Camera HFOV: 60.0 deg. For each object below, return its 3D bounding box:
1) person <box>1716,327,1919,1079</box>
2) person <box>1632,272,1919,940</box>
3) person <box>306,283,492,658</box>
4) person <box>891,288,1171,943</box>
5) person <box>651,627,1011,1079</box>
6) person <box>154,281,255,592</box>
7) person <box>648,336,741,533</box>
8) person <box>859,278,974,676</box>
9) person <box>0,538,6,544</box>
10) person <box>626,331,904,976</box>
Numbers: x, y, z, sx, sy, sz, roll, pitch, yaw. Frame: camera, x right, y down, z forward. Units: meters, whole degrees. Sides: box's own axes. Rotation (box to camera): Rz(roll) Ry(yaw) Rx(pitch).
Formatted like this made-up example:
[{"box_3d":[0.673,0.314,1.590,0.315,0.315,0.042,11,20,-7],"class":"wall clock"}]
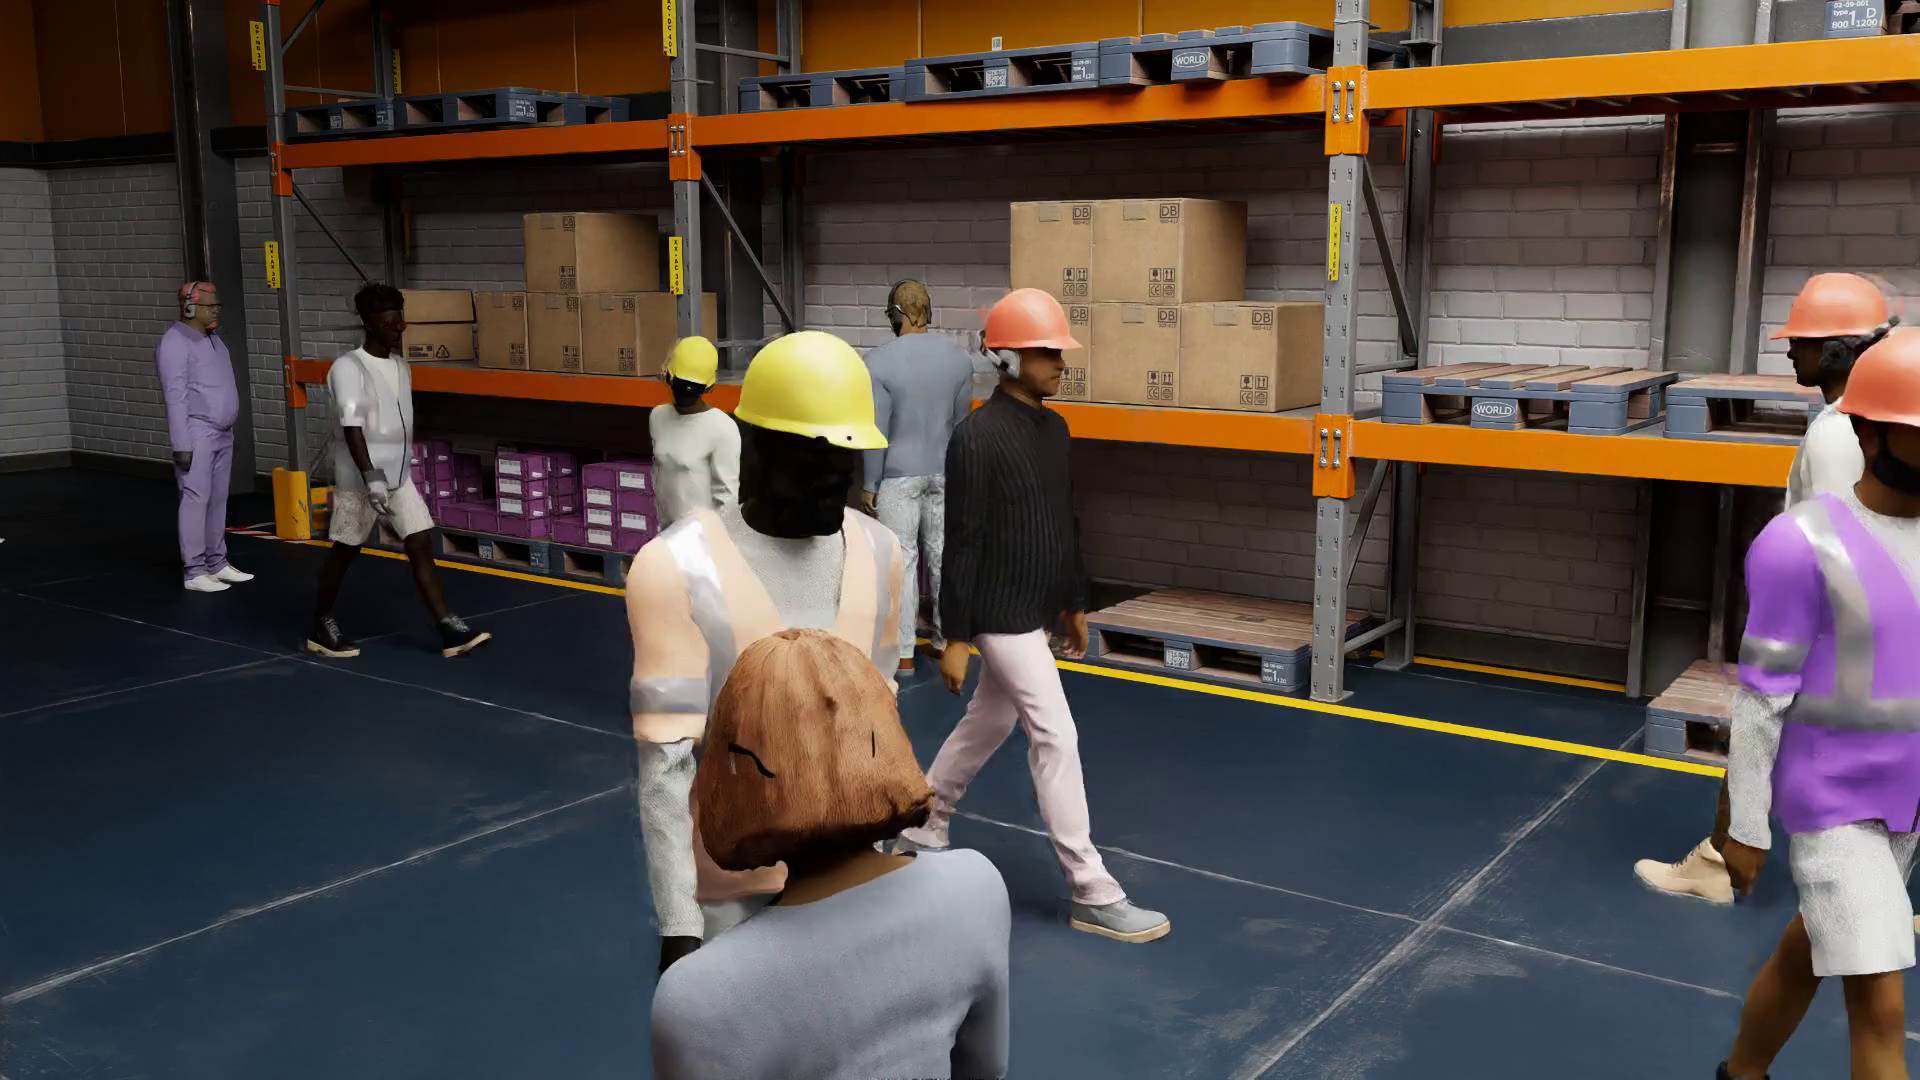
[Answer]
[{"box_3d":[1.869,0.534,3.300,0.569,1.885,0.971,-3,10,-20],"class":"person"},{"box_3d":[2.666,0.209,4.956,0.623,2.000,1.048,-9,13,-43],"class":"person"},{"box_3d":[-2.914,-0.329,8.398,1.031,1.913,0.623,3,10,19],"class":"person"},{"box_3d":[0.171,0.207,5.109,1.012,1.947,0.628,5,11,27],"class":"person"},{"box_3d":[-0.139,0.901,1.882,0.279,1.633,0.497,9,13,42],"class":"person"},{"box_3d":[-4.645,-0.635,10.254,0.401,1.899,0.634,0,10,2],"class":"person"},{"box_3d":[-1.144,-0.002,7.000,0.686,1.720,0.422,9,13,43],"class":"person"},{"box_3d":[-0.229,-0.302,8.150,0.630,1.938,0.373,-7,12,-35],"class":"person"},{"box_3d":[-7.293,-0.864,11.693,0.812,1.878,0.643,0,10,-1],"class":"person"},{"box_3d":[-0.285,0.587,2.973,0.611,1.890,0.841,-6,11,-33],"class":"person"}]
